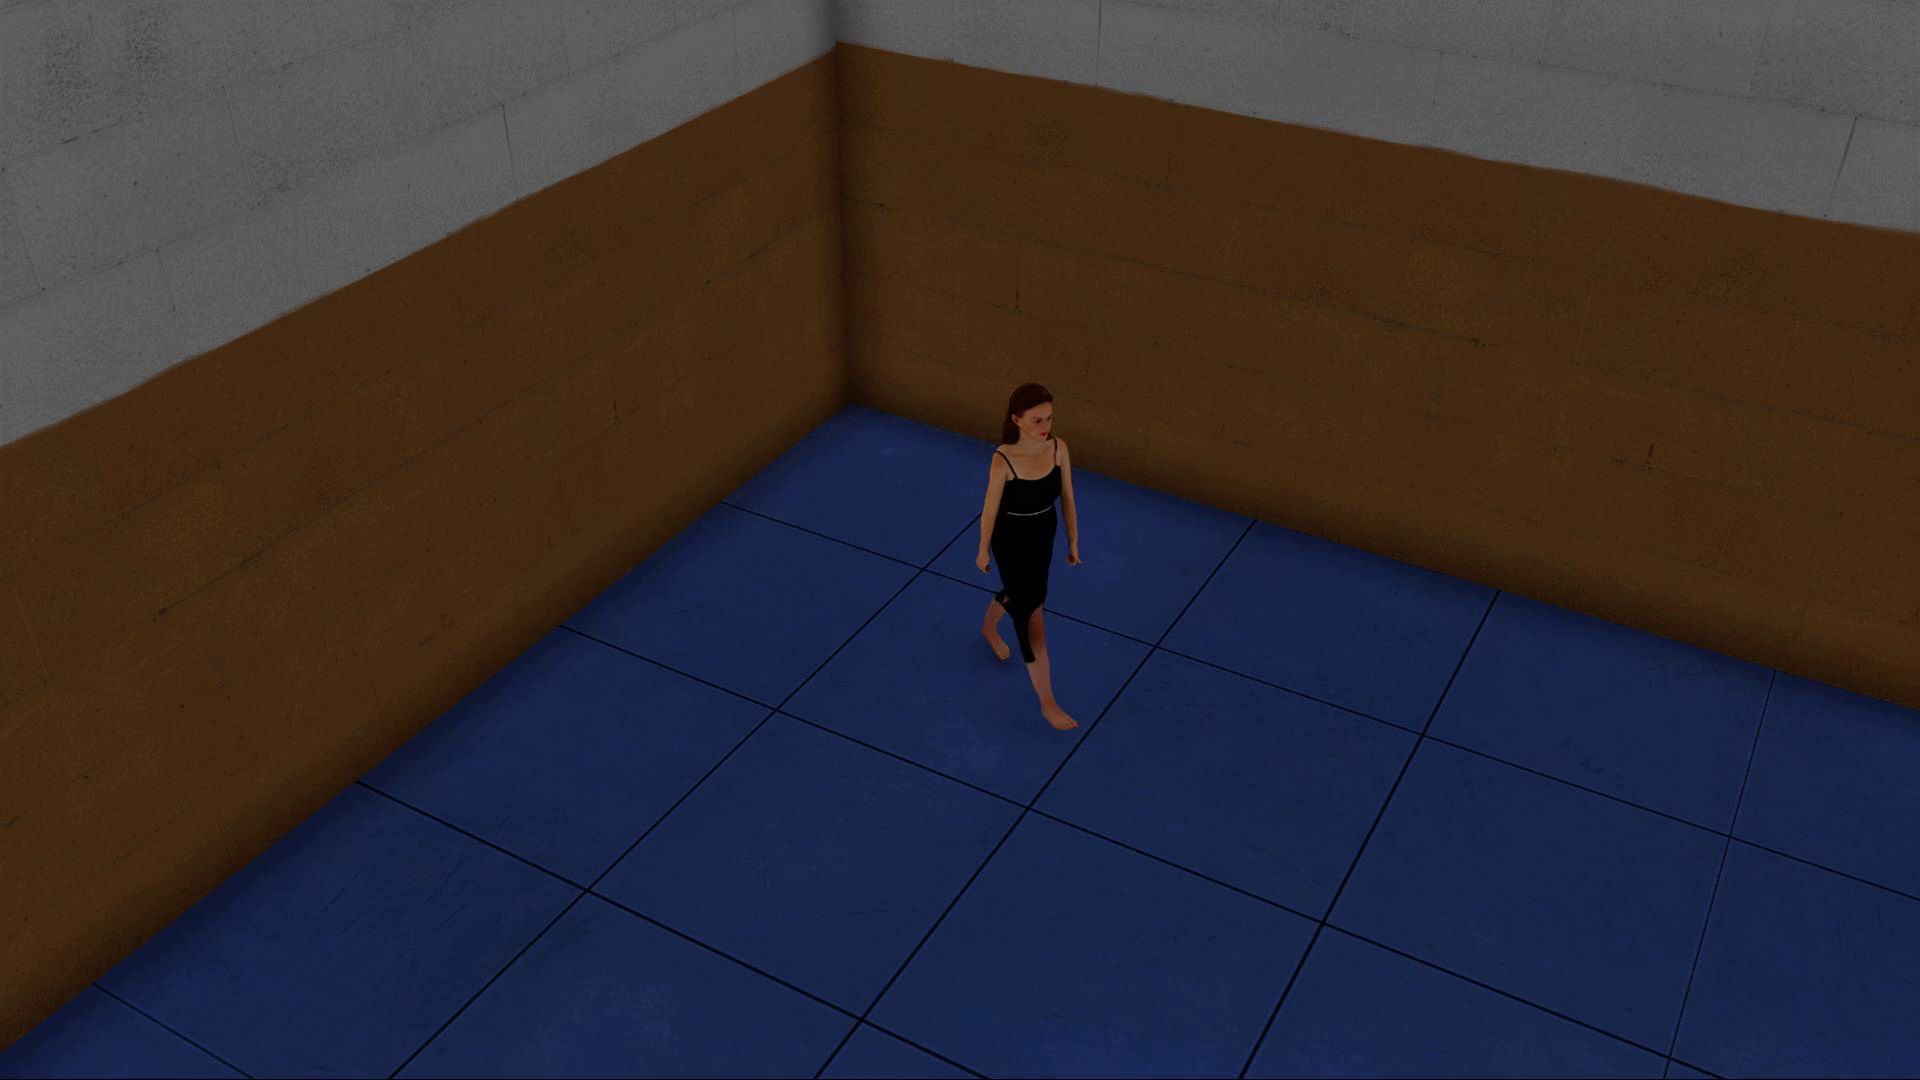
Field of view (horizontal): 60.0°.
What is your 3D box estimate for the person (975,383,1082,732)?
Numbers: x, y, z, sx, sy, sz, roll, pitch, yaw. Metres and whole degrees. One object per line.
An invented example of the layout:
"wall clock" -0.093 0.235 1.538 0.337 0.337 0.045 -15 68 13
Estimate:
"person" 0.255 -0.003 7.545 1.117 1.567 0.980 -20 38 -27
